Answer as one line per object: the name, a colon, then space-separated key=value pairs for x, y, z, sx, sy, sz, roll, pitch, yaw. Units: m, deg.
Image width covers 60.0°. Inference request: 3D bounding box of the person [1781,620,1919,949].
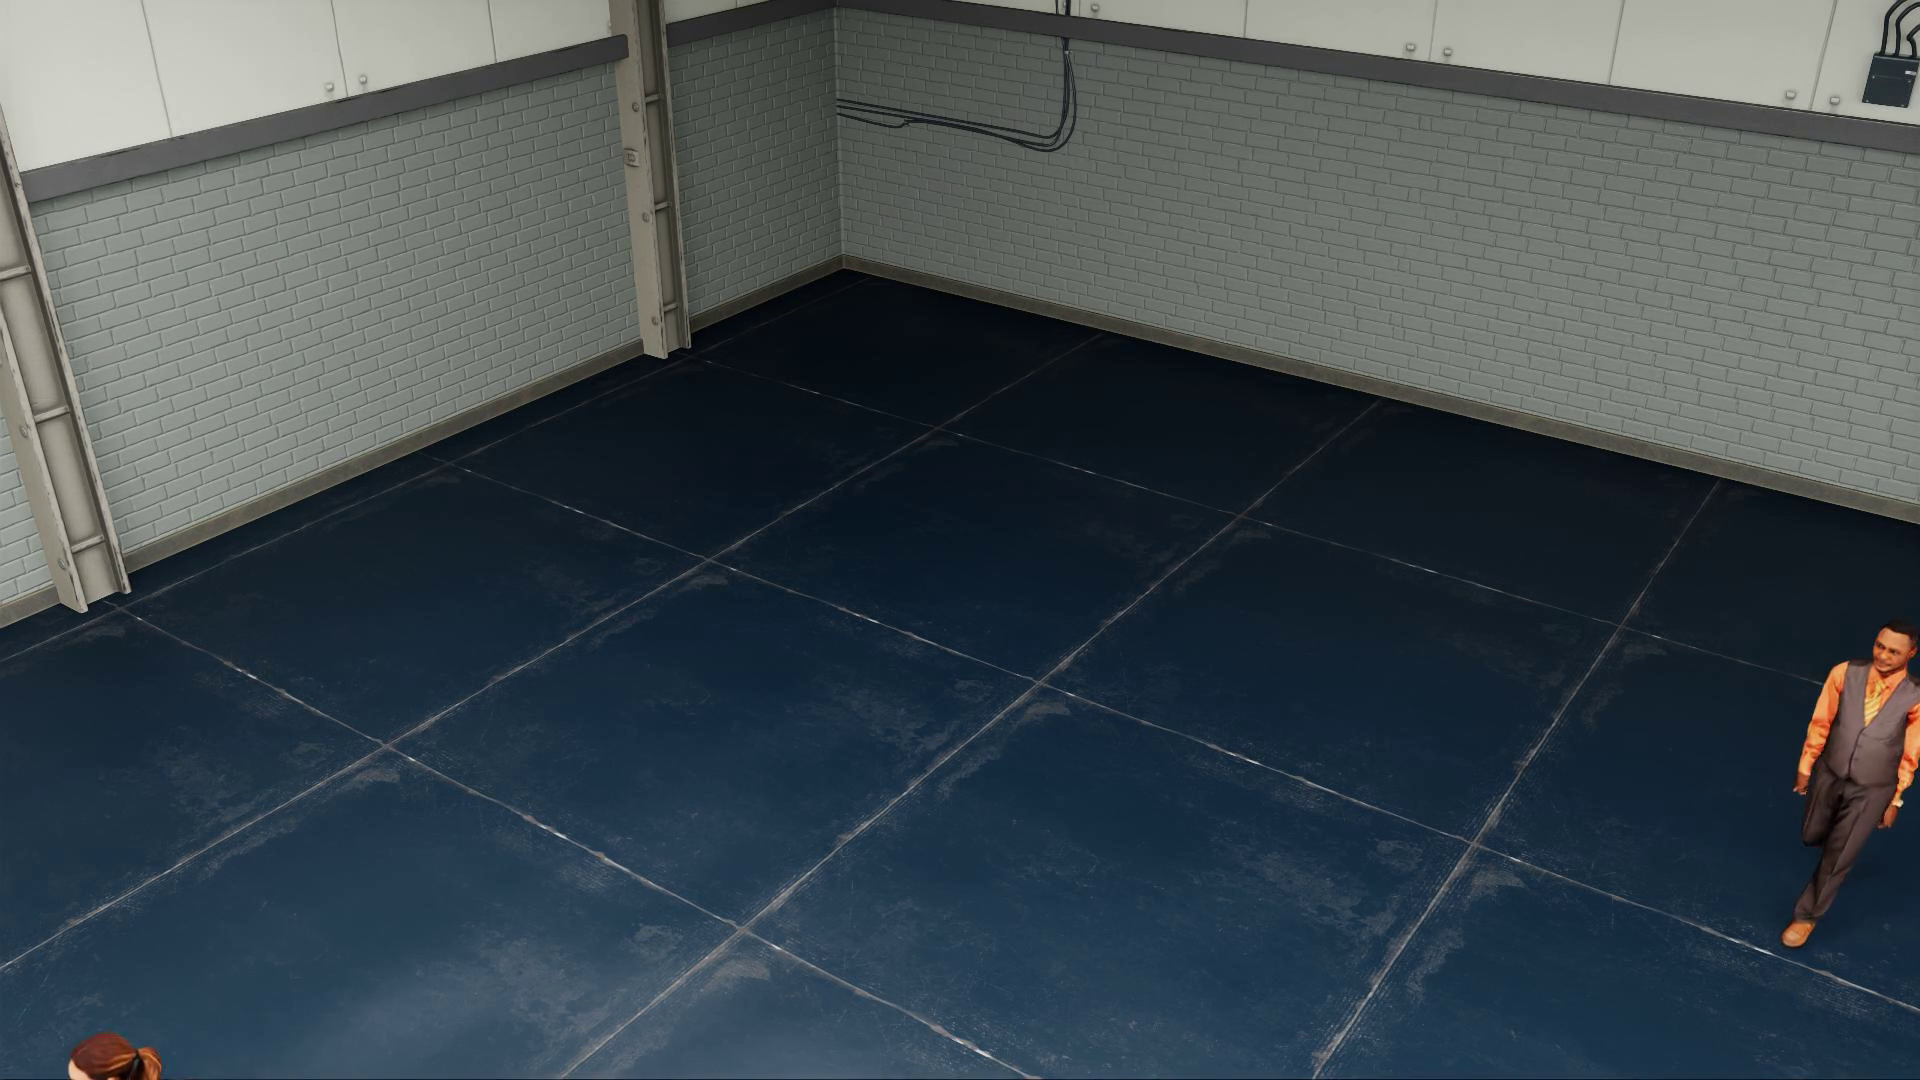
person: x=4.715 y=1.225 z=8.697 sx=1.193 sy=1.884 sz=0.859 roll=-24 pitch=36 yaw=-37
